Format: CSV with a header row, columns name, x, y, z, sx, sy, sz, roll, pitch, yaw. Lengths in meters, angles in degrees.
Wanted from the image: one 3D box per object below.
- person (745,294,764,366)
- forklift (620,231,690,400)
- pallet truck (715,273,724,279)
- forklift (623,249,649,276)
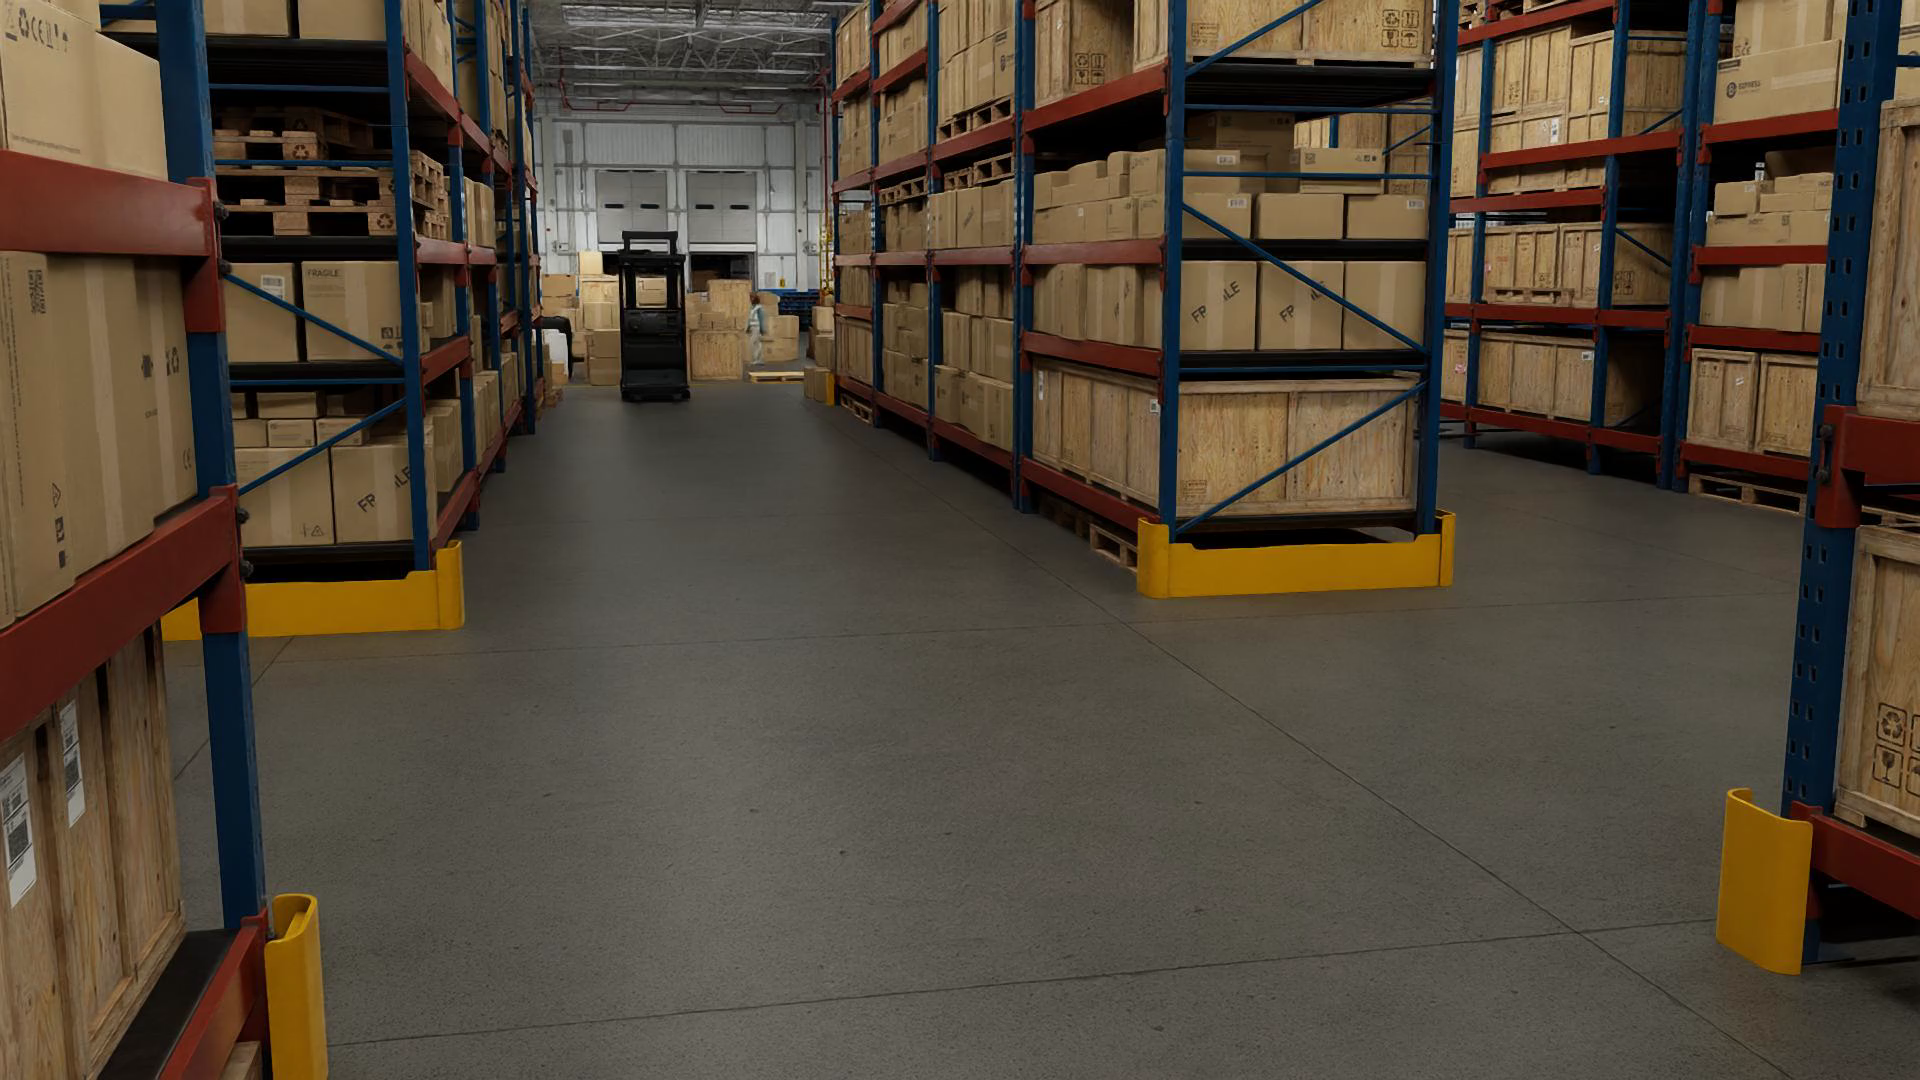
name,x,y,z,sx,sy,sz,roll,pitch,yaw
person,-4.677,-4.742,37.569,0.573,1.620,0.521,-4,10,-22
forklift,-5.231,-3.843,28.248,1.129,2.768,1.873,-2,10,-12
pallet truck,-8.580,-8.986,62.280,1.885,1.965,0.823,1,9,5
forklift,-10.974,-8.474,56.474,1.129,2.768,1.873,-1,9,-8
